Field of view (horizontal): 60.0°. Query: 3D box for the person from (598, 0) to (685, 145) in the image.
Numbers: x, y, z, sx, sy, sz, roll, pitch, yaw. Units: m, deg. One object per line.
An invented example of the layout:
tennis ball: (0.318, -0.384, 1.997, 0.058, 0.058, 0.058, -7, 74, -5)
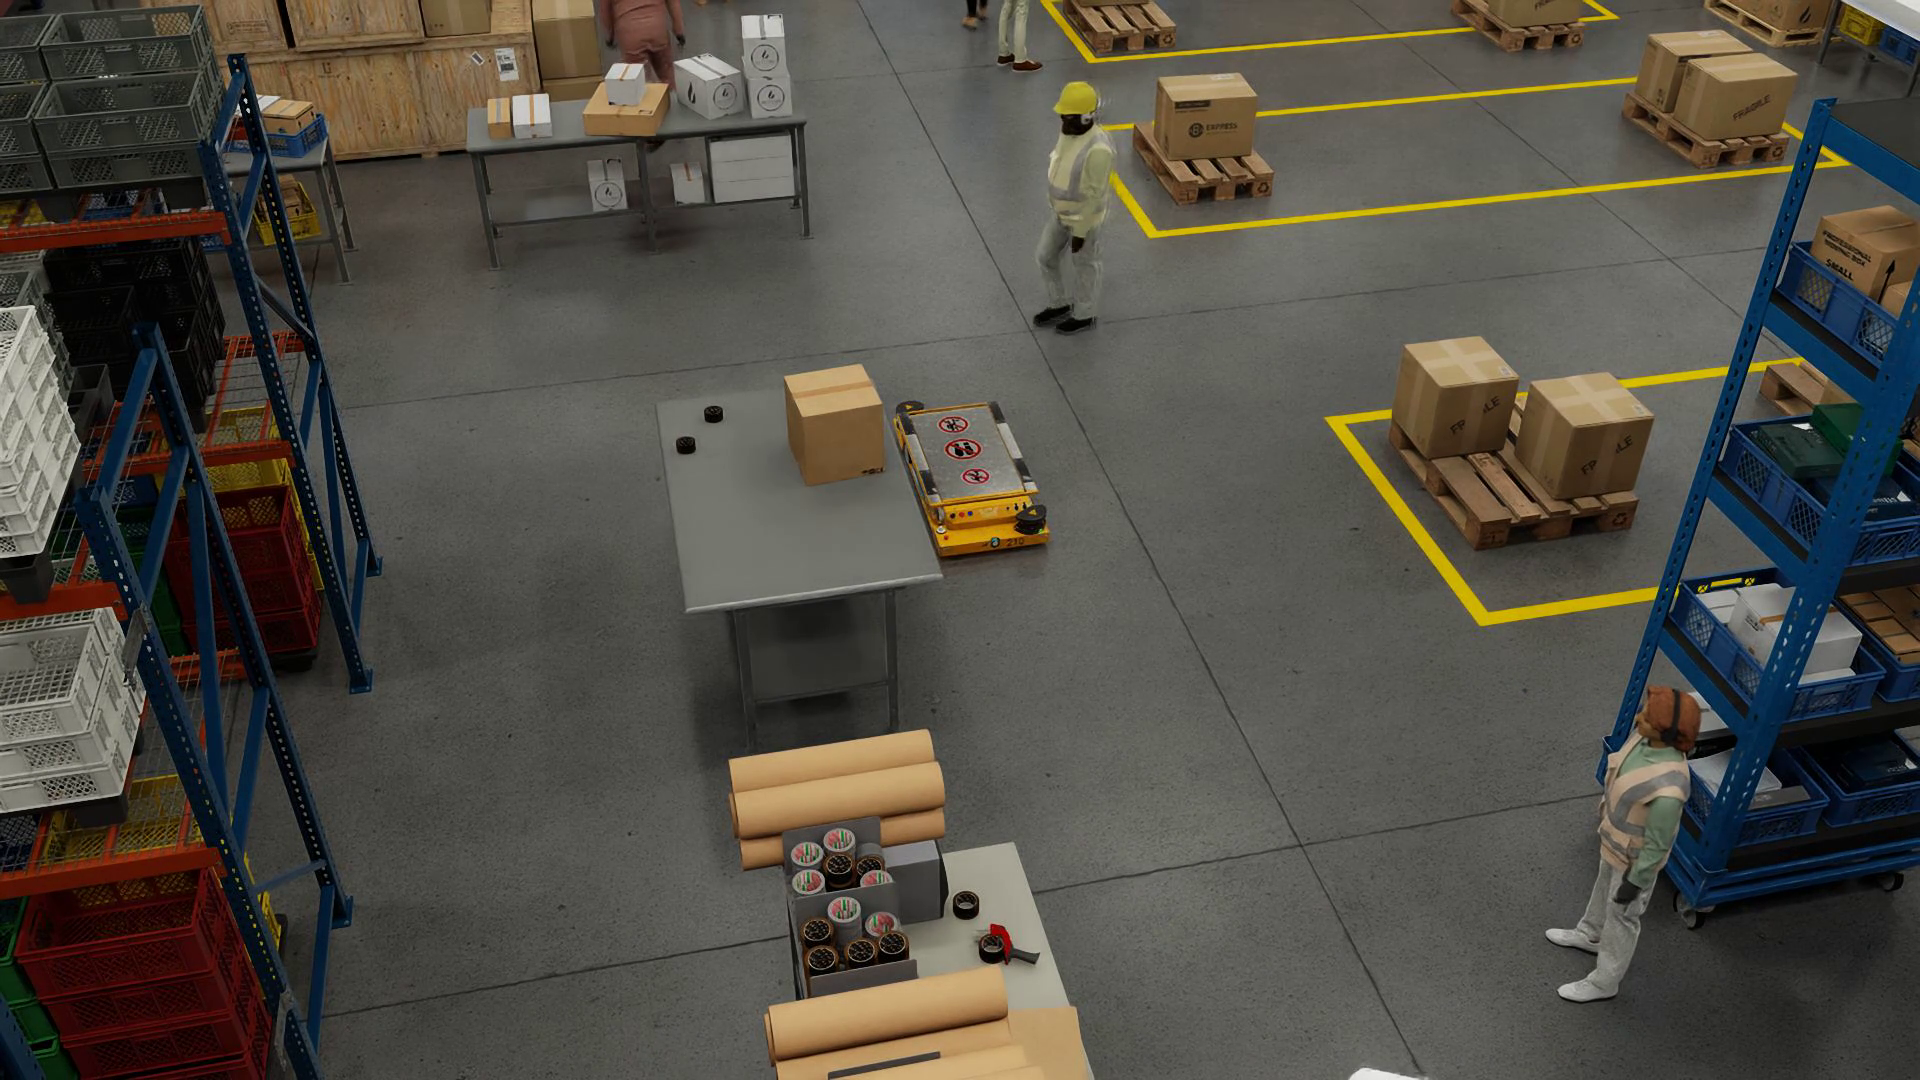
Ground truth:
person: (-2.637, -4.237, 13.911, 0.691, 1.857, 0.650, -16, 40, -21)

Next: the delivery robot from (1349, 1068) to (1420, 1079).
delivery robot: (1.569, 2.308, 6.117, 0.477, 0.478, 0.707, 9, 38, 12)

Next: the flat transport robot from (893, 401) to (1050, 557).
flat transport robot: (0.046, -0.430, 10.108, 0.652, 0.197, 1.431, -8, 37, -10)

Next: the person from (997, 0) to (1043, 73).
person: (0.543, -5.254, 15.260, 0.321, 1.874, 0.532, -23, 43, -28)

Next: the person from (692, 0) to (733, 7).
person: (-2.566, -6.332, 16.734, 0.636, 1.842, 0.429, -13, 39, -17)

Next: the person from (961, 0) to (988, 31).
person: (0.119, -5.876, 16.249, 0.559, 1.693, 0.421, -14, 39, -18)

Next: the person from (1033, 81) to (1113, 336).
person: (0.727, -2.197, 11.194, 0.541, 1.815, 0.602, -15, 39, -19)

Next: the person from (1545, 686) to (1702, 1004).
person: (2.708, 1.231, 6.734, 0.313, 1.642, 0.513, 6, 37, 8)
